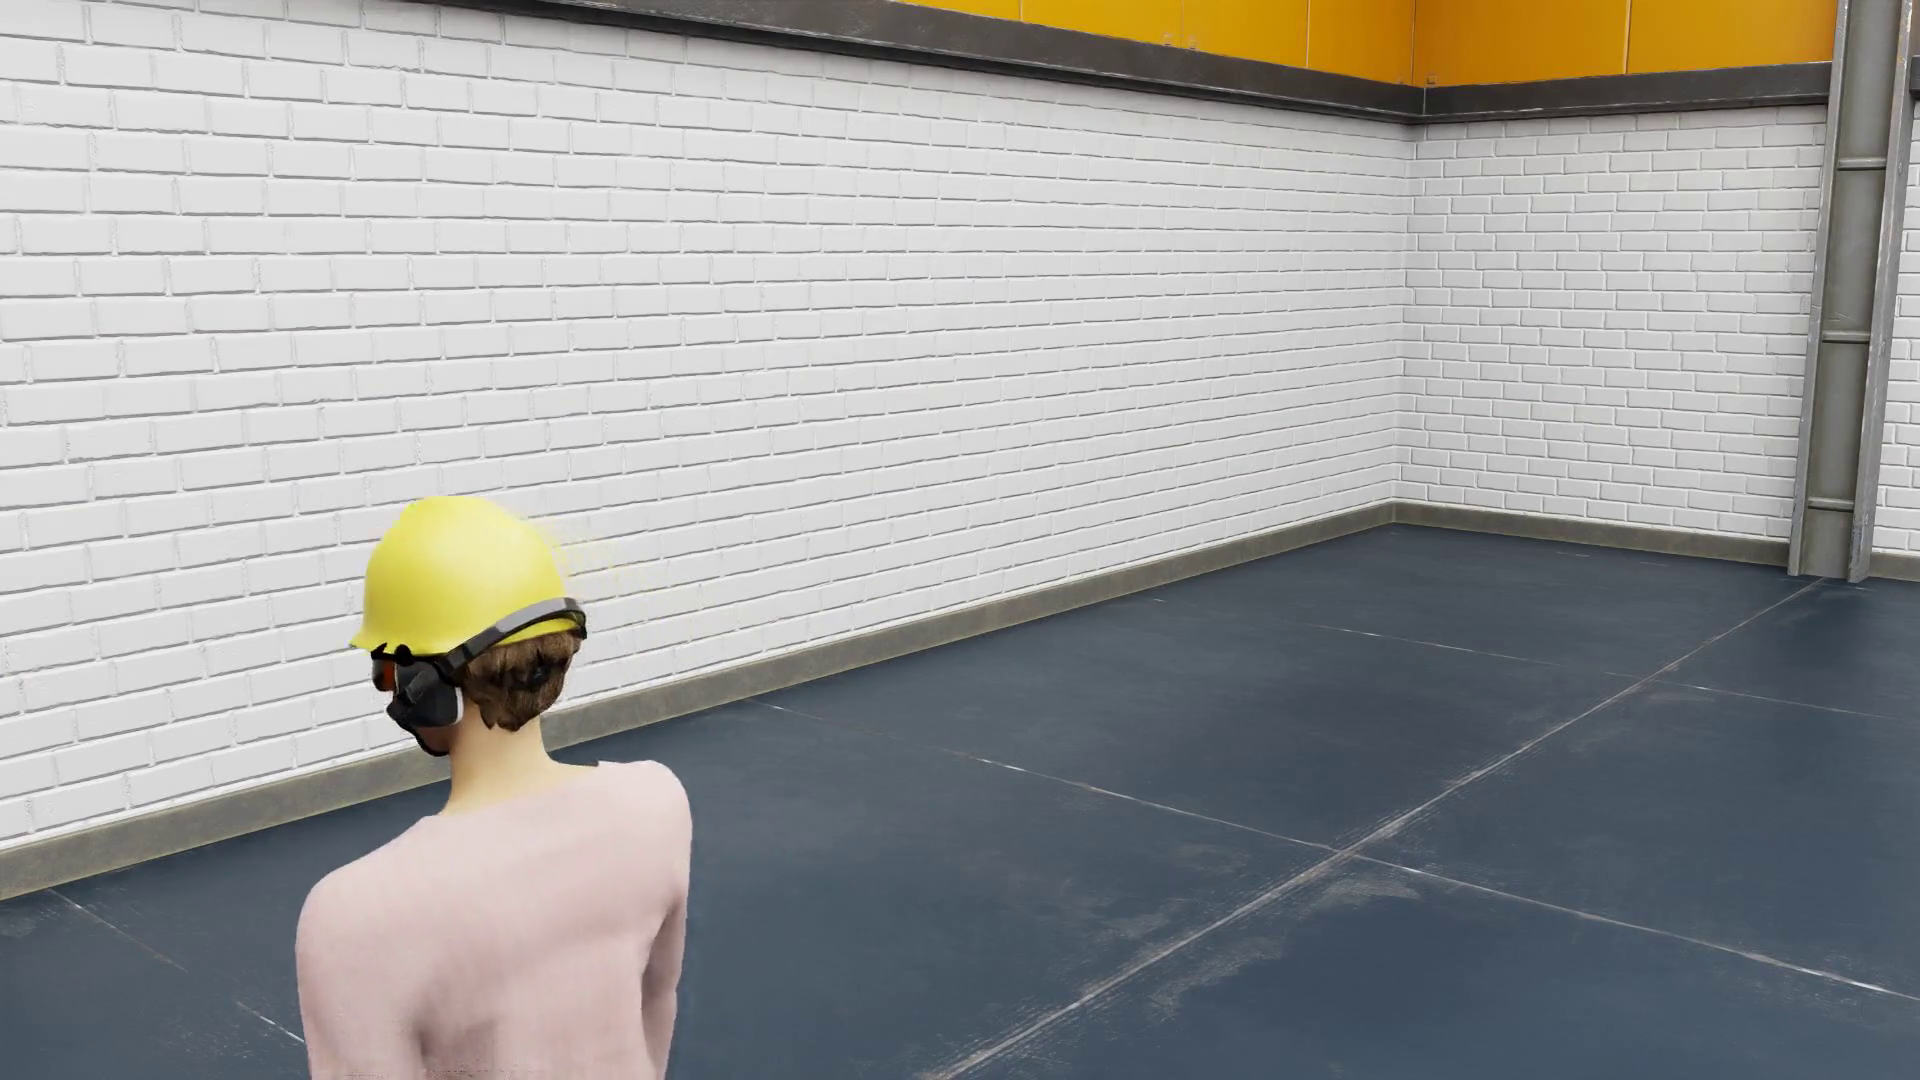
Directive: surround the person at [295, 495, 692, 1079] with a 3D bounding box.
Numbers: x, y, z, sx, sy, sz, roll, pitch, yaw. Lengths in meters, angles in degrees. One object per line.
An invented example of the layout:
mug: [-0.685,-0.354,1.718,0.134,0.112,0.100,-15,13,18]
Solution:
person: [-0.512,0.820,1.918,0.370,1.761,0.546,8,13,39]
